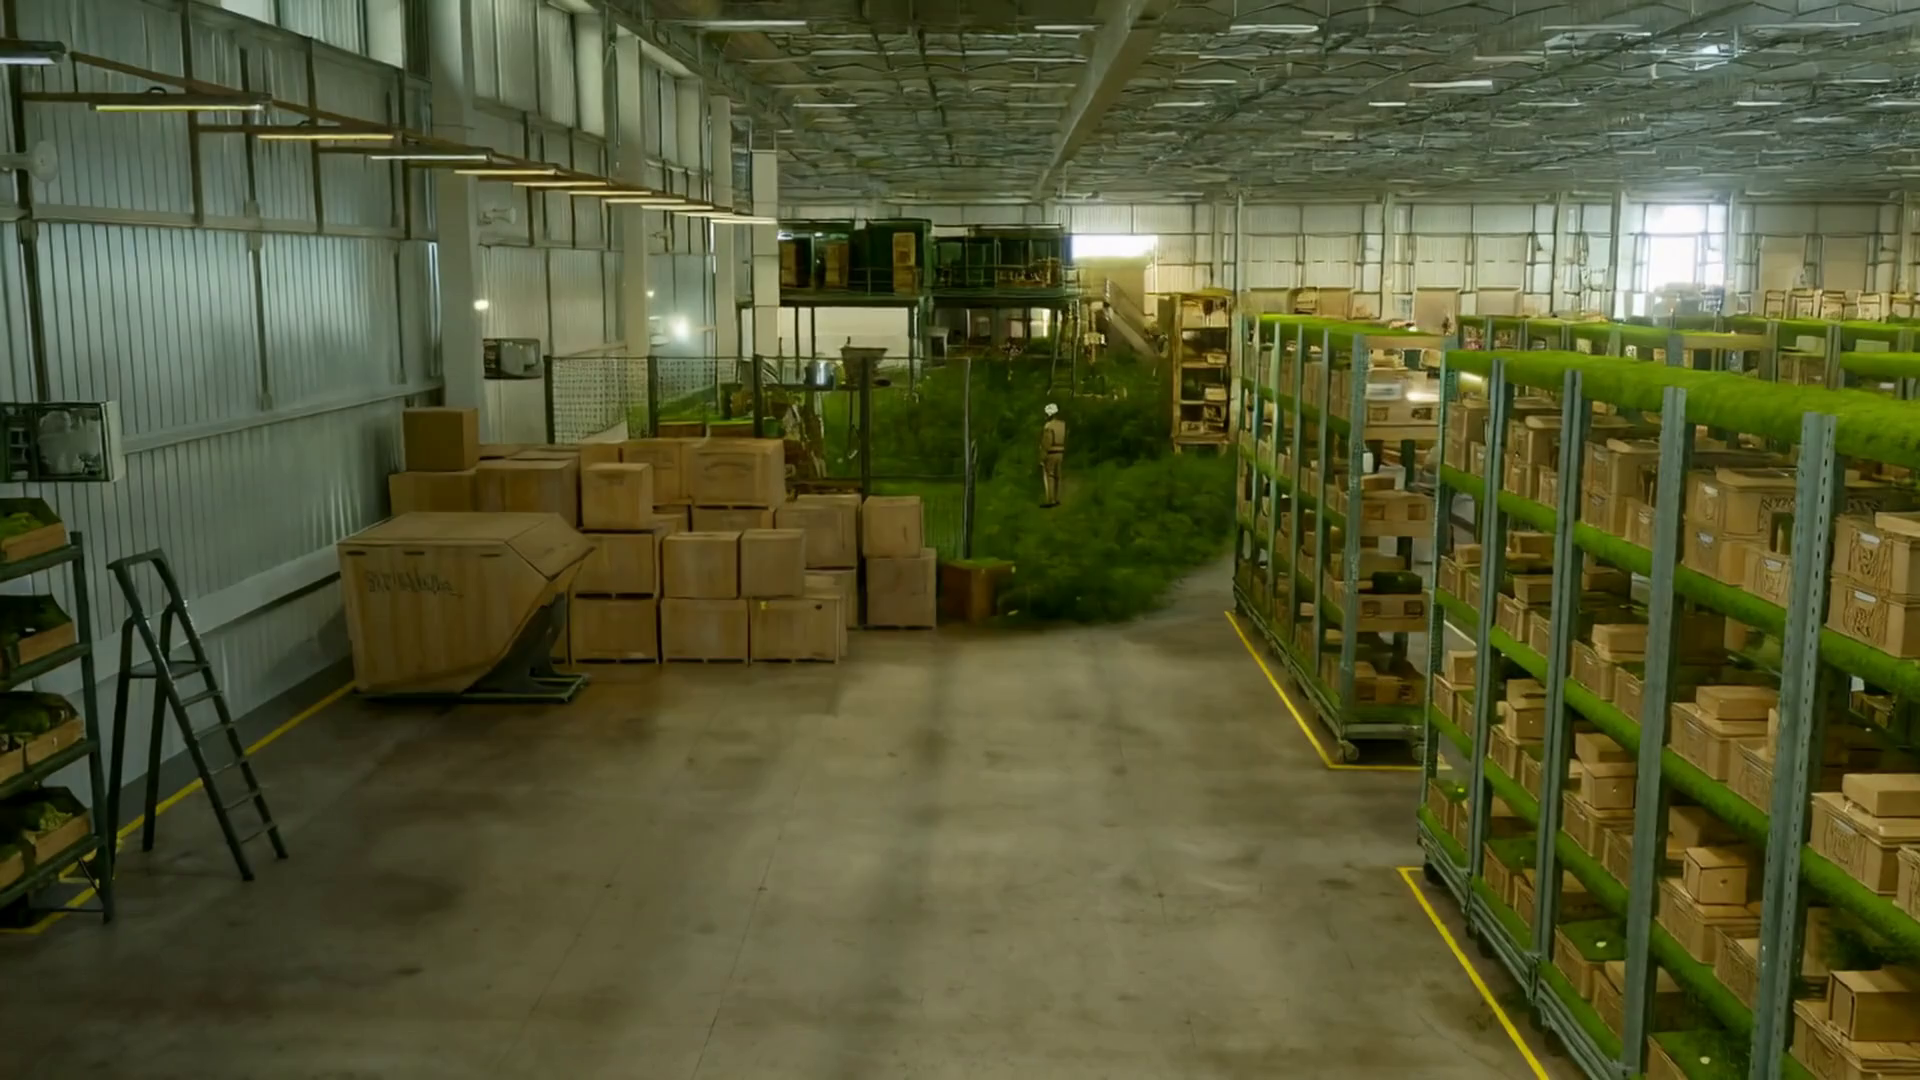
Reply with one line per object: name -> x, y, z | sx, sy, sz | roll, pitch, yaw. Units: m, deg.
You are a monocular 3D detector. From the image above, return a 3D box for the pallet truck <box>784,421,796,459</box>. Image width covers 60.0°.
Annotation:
pallet truck -> -4.013, -1.793, 32.705 | 1.601, 1.201, 0.680 | 0, 9, 1

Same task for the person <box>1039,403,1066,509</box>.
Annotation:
person -> 1.574, -1.449, 28.720 | 0.404, 1.831, 0.600 | 7, 11, 36

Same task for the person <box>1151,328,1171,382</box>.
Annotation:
person -> 7.432, -6.798, 61.220 | 0.645, 1.994, 0.529 | -1, 9, -7

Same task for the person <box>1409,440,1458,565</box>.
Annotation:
person -> 6.599, -0.573, 23.192 | 0.913, 1.866, 0.671 | 2, 9, 9

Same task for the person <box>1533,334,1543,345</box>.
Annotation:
person -> 24.136, -8.177, 69.728 | 0.617, 1.993, 0.395 | 0, 9, 3

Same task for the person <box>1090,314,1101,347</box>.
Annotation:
person -> 7.299, -11.269, 89.467 | 0.633, 1.792, 0.982 | -3, 10, -20

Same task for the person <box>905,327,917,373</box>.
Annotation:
person -> -1.889, -7.580, 66.421 | 0.444, 1.872, 0.576 | 1, 9, 5

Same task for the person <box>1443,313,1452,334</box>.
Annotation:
person -> 25.138, -10.757, 85.832 | 0.411, 1.939, 0.601 | -3, 10, -16

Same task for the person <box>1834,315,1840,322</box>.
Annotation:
person -> 45.649, -10.864, 86.848 | 0.665, 1.820, 0.532 | 8, 12, 40

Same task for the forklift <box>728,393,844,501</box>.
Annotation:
forklift -> -2.979, -1.316, 26.476 | 2.680, 1.987, 1.157 | 0, 9, 1

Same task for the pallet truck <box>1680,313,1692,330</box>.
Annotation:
pallet truck -> 36.315, -10.531, 84.244 | 0.823, 1.965, 1.885 | -6, 11, -33

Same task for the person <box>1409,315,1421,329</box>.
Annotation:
person -> 23.547, -10.804, 86.487 | 0.743, 1.812, 0.645 | -3, 10, -17

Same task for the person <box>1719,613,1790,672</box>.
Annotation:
person -> 6.099, 1.123, 12.829 | 0.564, 1.842, 0.392 | 7, 12, 37

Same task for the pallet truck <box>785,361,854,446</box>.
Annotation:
pallet truck -> -3.410, -3.193, 38.978 | 1.885, 1.965, 0.823 | 0, 9, -1

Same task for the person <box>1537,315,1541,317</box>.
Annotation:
person -> 31.399, -11.348, 90.220 | 0.561, 1.687, 0.563 | 5, 10, 27

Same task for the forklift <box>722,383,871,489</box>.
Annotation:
forklift -> -2.893, -1.687, 28.729 | 2.680, 1.987, 1.157 | 0, 9, -1

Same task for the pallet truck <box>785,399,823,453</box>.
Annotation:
pallet truck -> -3.814, -2.432, 36.419 | 1.630, 1.274, 0.653 | 0, 9, 1

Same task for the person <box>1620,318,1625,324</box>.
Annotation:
person -> 30.935, -9.431, 77.728 | 0.591, 1.915, 0.396 | 5, 10, 27

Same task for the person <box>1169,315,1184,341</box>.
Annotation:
person -> 12.667, -12.508, 96.815 | 1.034, 1.871, 0.557 | -5, 11, -29

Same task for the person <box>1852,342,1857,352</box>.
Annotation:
person -> 32.269, -6.614, 60.278 | 0.362, 1.934, 0.543 | 6, 11, 32

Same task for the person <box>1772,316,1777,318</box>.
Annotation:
person -> 39.885, -10.033, 81.399 | 0.593, 1.927, 0.631 | -4, 10, -25

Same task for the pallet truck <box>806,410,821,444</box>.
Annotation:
pallet truck -> -3.559, -2.018, 33.905 | 1.522, 1.261, 0.704 | 0, 9, -1

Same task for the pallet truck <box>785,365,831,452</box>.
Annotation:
pallet truck -> -3.774, -2.976, 37.635 | 1.885, 1.965, 0.823 | 1, 9, 5

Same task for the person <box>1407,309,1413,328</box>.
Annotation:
person -> 25.612, -12.190, 94.727 | 0.399, 1.918, 0.588 | 7, 12, 38
